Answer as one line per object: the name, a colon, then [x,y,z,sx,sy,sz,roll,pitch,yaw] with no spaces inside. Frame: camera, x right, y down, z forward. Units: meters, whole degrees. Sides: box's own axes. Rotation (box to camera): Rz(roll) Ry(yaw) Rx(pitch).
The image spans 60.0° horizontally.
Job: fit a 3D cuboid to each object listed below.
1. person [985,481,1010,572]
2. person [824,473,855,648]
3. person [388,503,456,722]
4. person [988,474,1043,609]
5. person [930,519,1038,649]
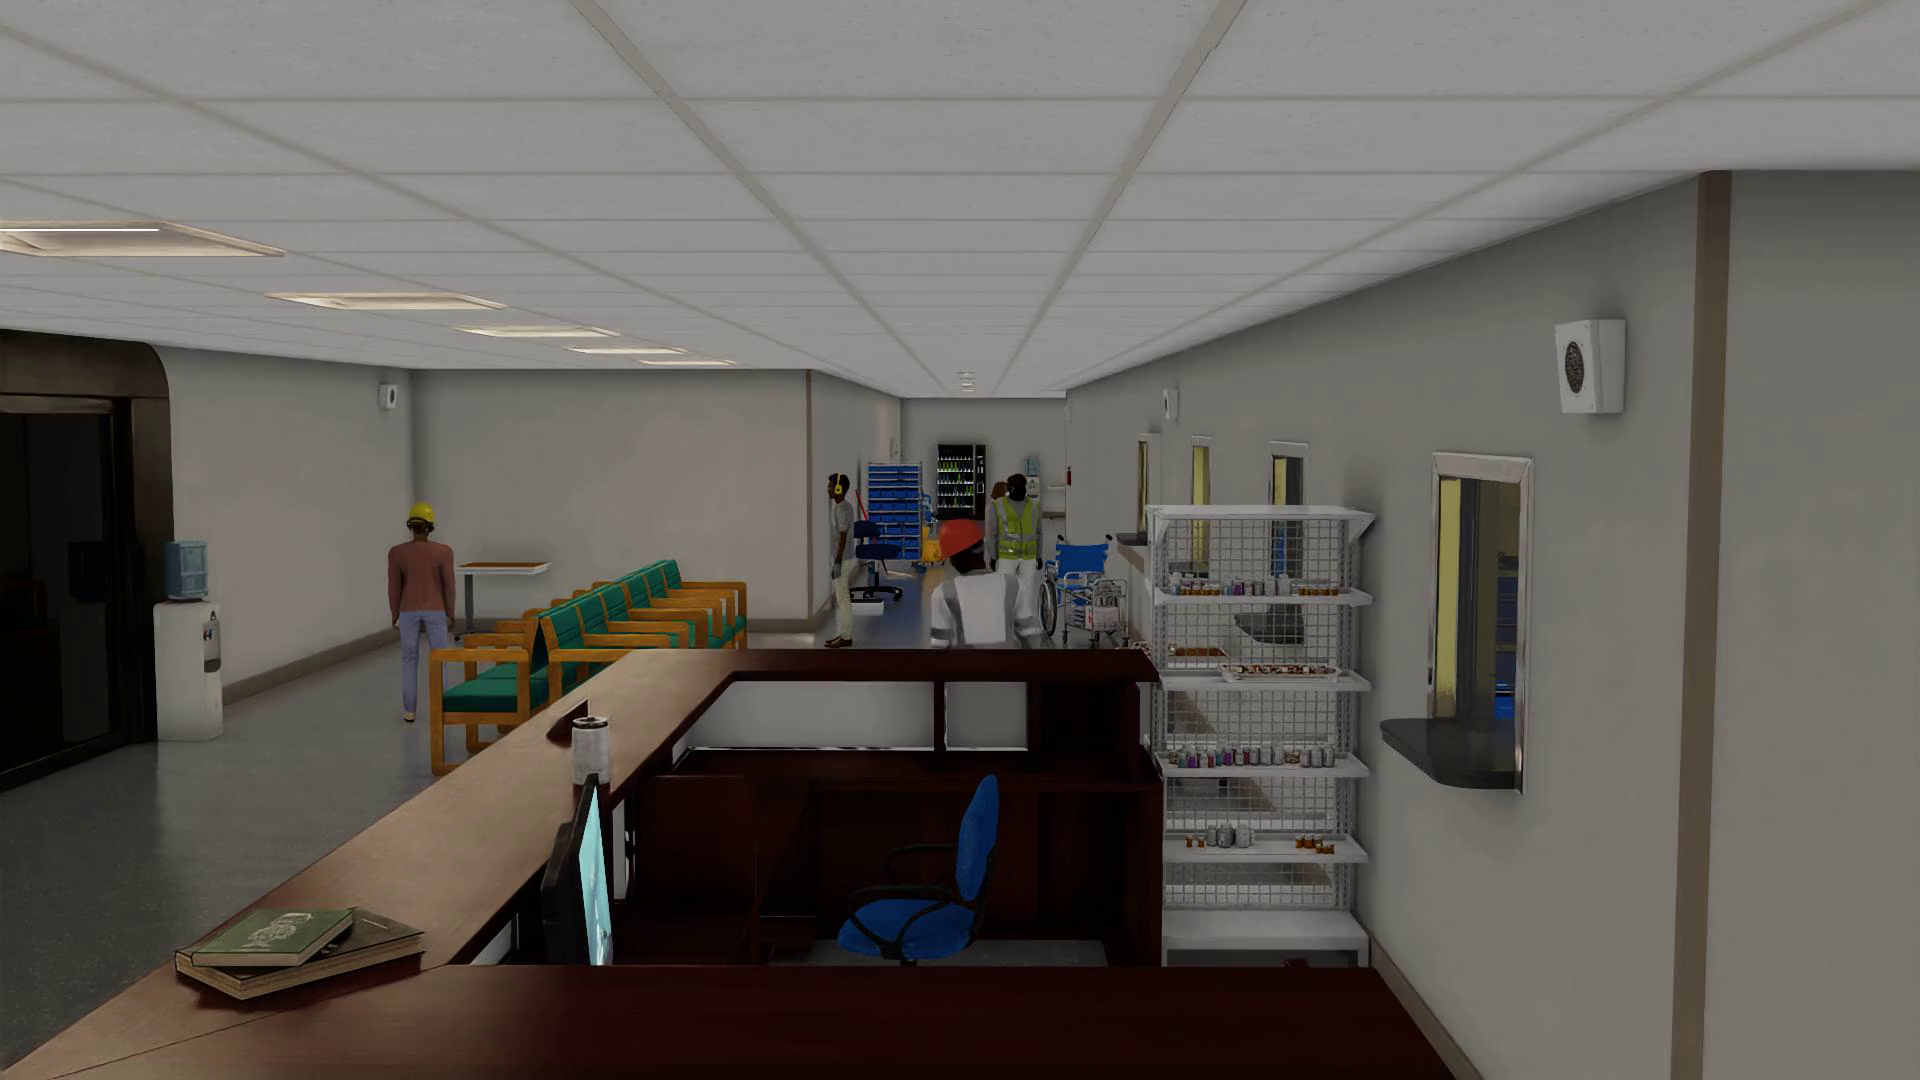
person: [0.534,0.051,21.769,0.507,1.636,0.277,-4,5,-42]
person: [-1.291,0.221,17.765,0.328,1.872,0.510,0,4,0]
person: [-4.328,0.583,13.400,0.526,1.769,0.329,-1,4,-7]
person: [0.629,0.183,18.482,0.633,1.844,0.429,-1,4,-12]
person: [0.154,0.830,9.158,0.639,1.885,0.498,0,4,-4]
